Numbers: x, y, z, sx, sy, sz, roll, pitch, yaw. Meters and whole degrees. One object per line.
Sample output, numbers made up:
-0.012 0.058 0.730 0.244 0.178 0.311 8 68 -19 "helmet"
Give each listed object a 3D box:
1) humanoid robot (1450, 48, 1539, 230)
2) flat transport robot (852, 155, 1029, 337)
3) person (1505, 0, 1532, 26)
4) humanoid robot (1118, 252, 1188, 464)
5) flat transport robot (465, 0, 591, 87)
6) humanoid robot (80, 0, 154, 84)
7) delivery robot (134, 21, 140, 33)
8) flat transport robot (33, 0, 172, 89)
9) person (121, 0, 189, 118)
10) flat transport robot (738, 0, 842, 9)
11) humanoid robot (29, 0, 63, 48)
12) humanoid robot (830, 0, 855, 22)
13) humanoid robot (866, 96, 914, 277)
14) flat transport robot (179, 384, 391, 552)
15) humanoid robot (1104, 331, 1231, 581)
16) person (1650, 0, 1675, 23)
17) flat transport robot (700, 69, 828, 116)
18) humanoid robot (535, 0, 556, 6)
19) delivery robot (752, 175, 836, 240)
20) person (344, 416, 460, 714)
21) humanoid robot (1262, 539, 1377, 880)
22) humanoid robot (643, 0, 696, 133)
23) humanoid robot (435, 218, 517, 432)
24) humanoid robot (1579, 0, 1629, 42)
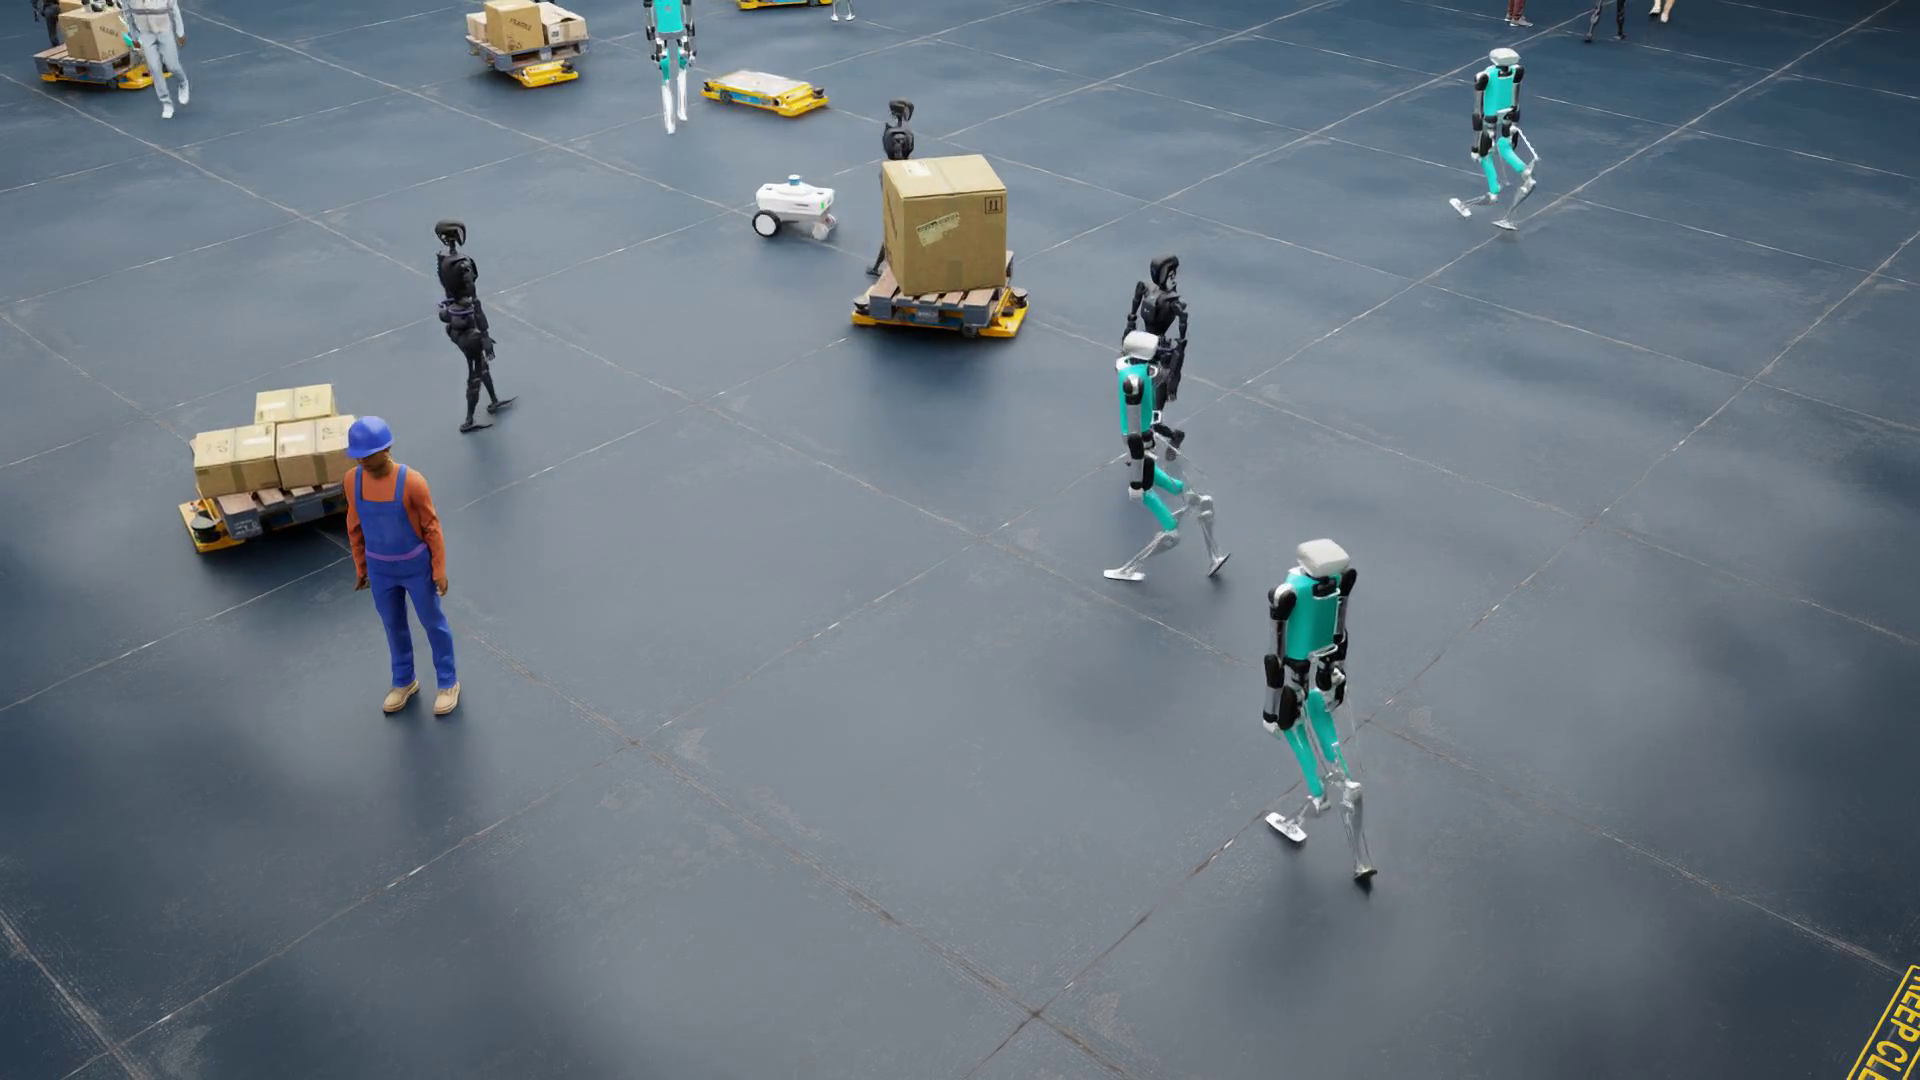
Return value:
5.154 -3.735 15.777 0.561 1.734 1.028 -14 35 -22 "humanoid robot"
-0.160 -2.032 14.426 1.431 0.231 0.659 7 32 11 "flat transport robot"
7.648 -7.843 22.329 0.381 1.806 0.550 -1 32 -1 "person"
1.421 -1.303 11.917 0.440 1.639 0.589 -24 39 -34 "humanoid robot"
-5.343 -5.958 20.749 0.659 0.231 1.431 -22 38 -31 "flat transport robot"
-10.056 -6.270 19.866 0.811 1.784 0.601 9 33 14 "humanoid robot"
-11.023 -6.596 21.520 0.522 0.611 0.782 25 39 34 "delivery robot"
-10.482 -5.763 20.434 1.431 0.231 0.659 9 33 14 "flat transport robot"
-9.155 -5.804 18.963 0.624 1.892 0.528 -6 32 -10 "person"
-2.443 -7.768 23.663 1.431 0.231 0.659 -8 33 -12 "flat transport robot"
-11.096 -6.578 20.410 0.609 1.640 0.382 1 32 2 "humanoid robot"
-1.618 -7.736 22.094 0.533 1.677 0.735 0 32 0 "humanoid robot"
-0.614 -3.175 14.955 0.499 1.644 0.600 -2 32 -4 "humanoid robot"
-4.666 -0.317 11.664 1.431 0.231 0.659 -19 36 -27 "flat transport robot"
1.421 -0.463 10.524 0.940 1.781 0.540 4 32 6 "humanoid robot"
9.706 -7.990 22.508 0.553 1.858 0.580 12 34 19 "person"
-2.327 -5.301 19.691 1.431 0.231 0.659 20 37 29 "flat transport robot"
-5.403 -7.229 21.475 0.612 1.632 0.484 -7 32 -11 "humanoid robot"
-1.607 -3.219 16.080 0.811 0.609 0.499 7 33 11 "delivery robot"
-3.152 0.150 9.359 0.529 1.908 0.371 3 32 5 "person"
1.899 0.943 8.303 0.556 1.851 0.855 -20 37 -29 "humanoid robot"
-3.221 -5.495 18.612 0.531 1.774 0.790 -6 32 -9 "humanoid robot"
-3.624 -1.630 12.446 0.560 1.642 0.609 -23 39 -33 "humanoid robot"
8.514 -7.271 21.577 0.768 1.623 0.587 -22 38 -31 "humanoid robot"
